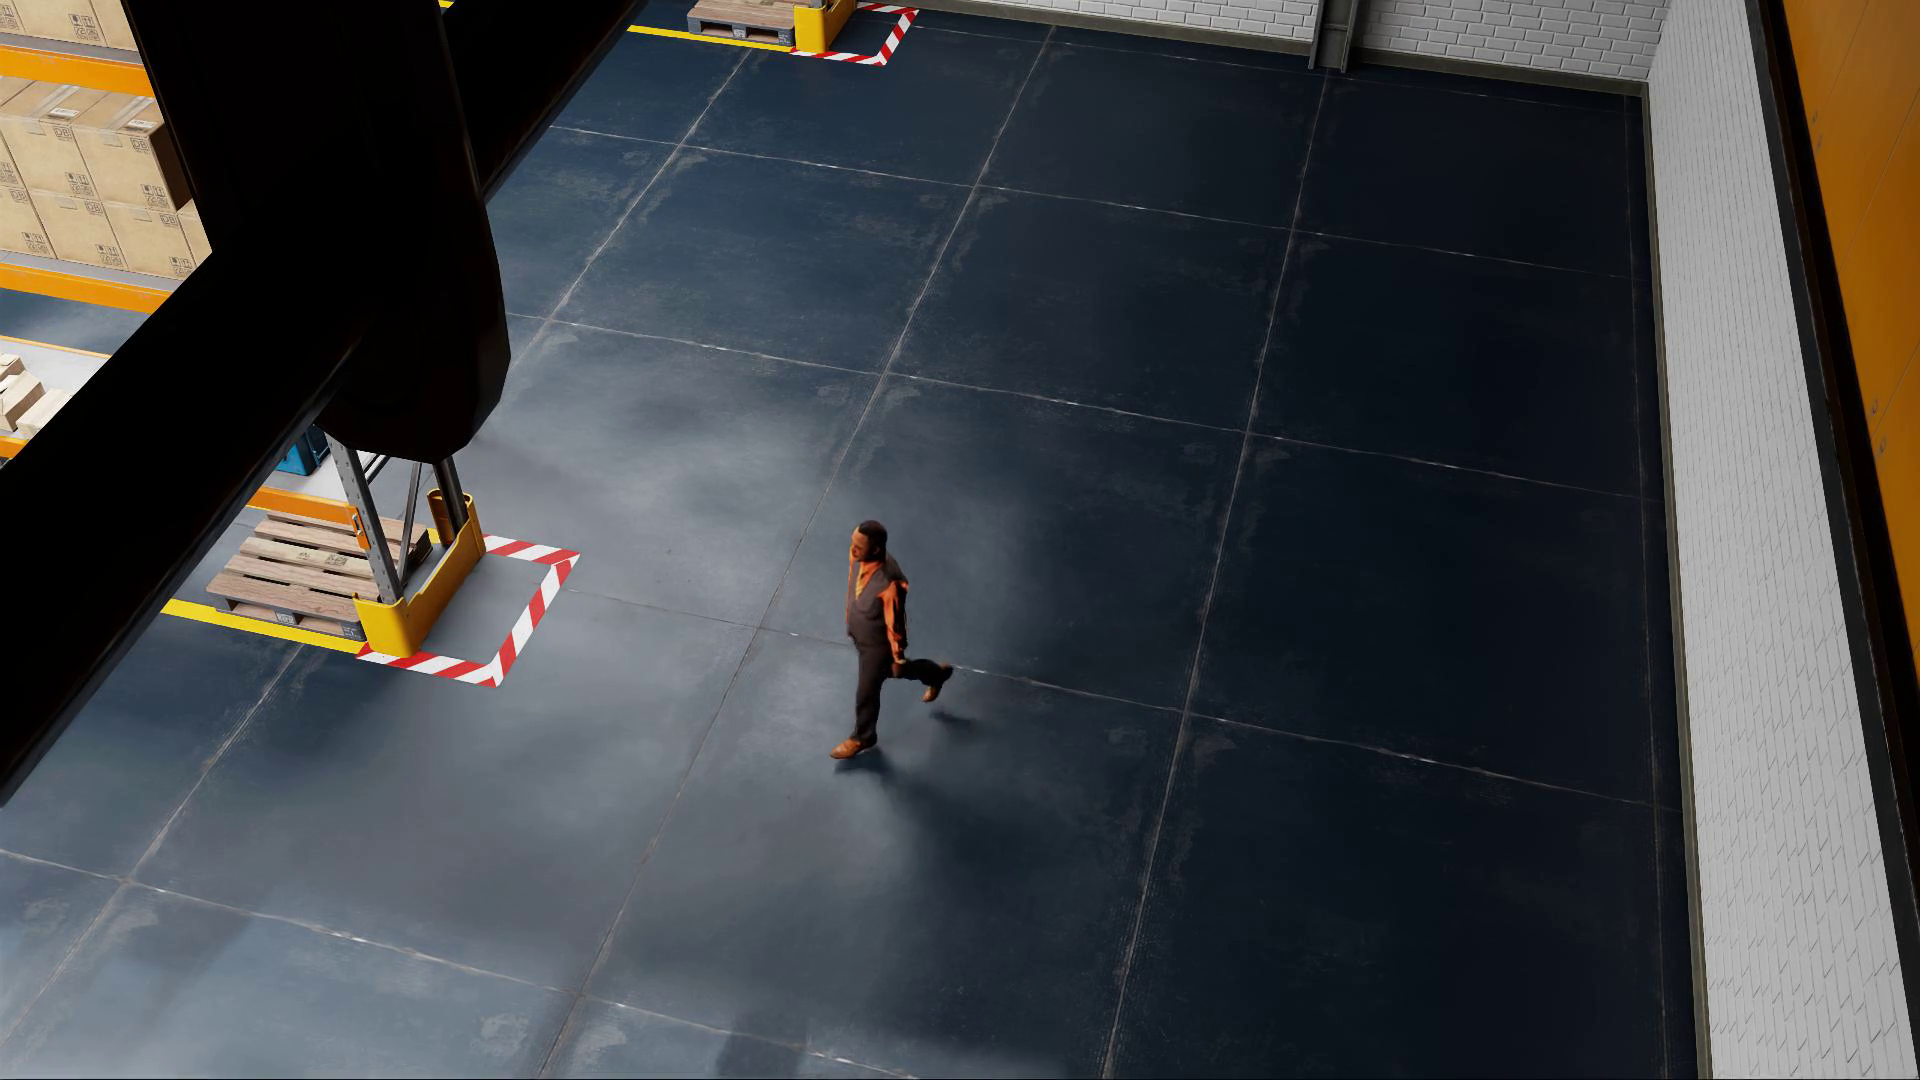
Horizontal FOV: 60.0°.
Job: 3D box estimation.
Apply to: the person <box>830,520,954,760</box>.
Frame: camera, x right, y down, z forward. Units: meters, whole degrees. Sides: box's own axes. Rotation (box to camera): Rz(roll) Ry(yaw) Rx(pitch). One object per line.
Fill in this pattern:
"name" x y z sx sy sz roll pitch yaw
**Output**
"person" -0.419 0.563 10.320 1.256 1.882 1.194 -21 48 -21
